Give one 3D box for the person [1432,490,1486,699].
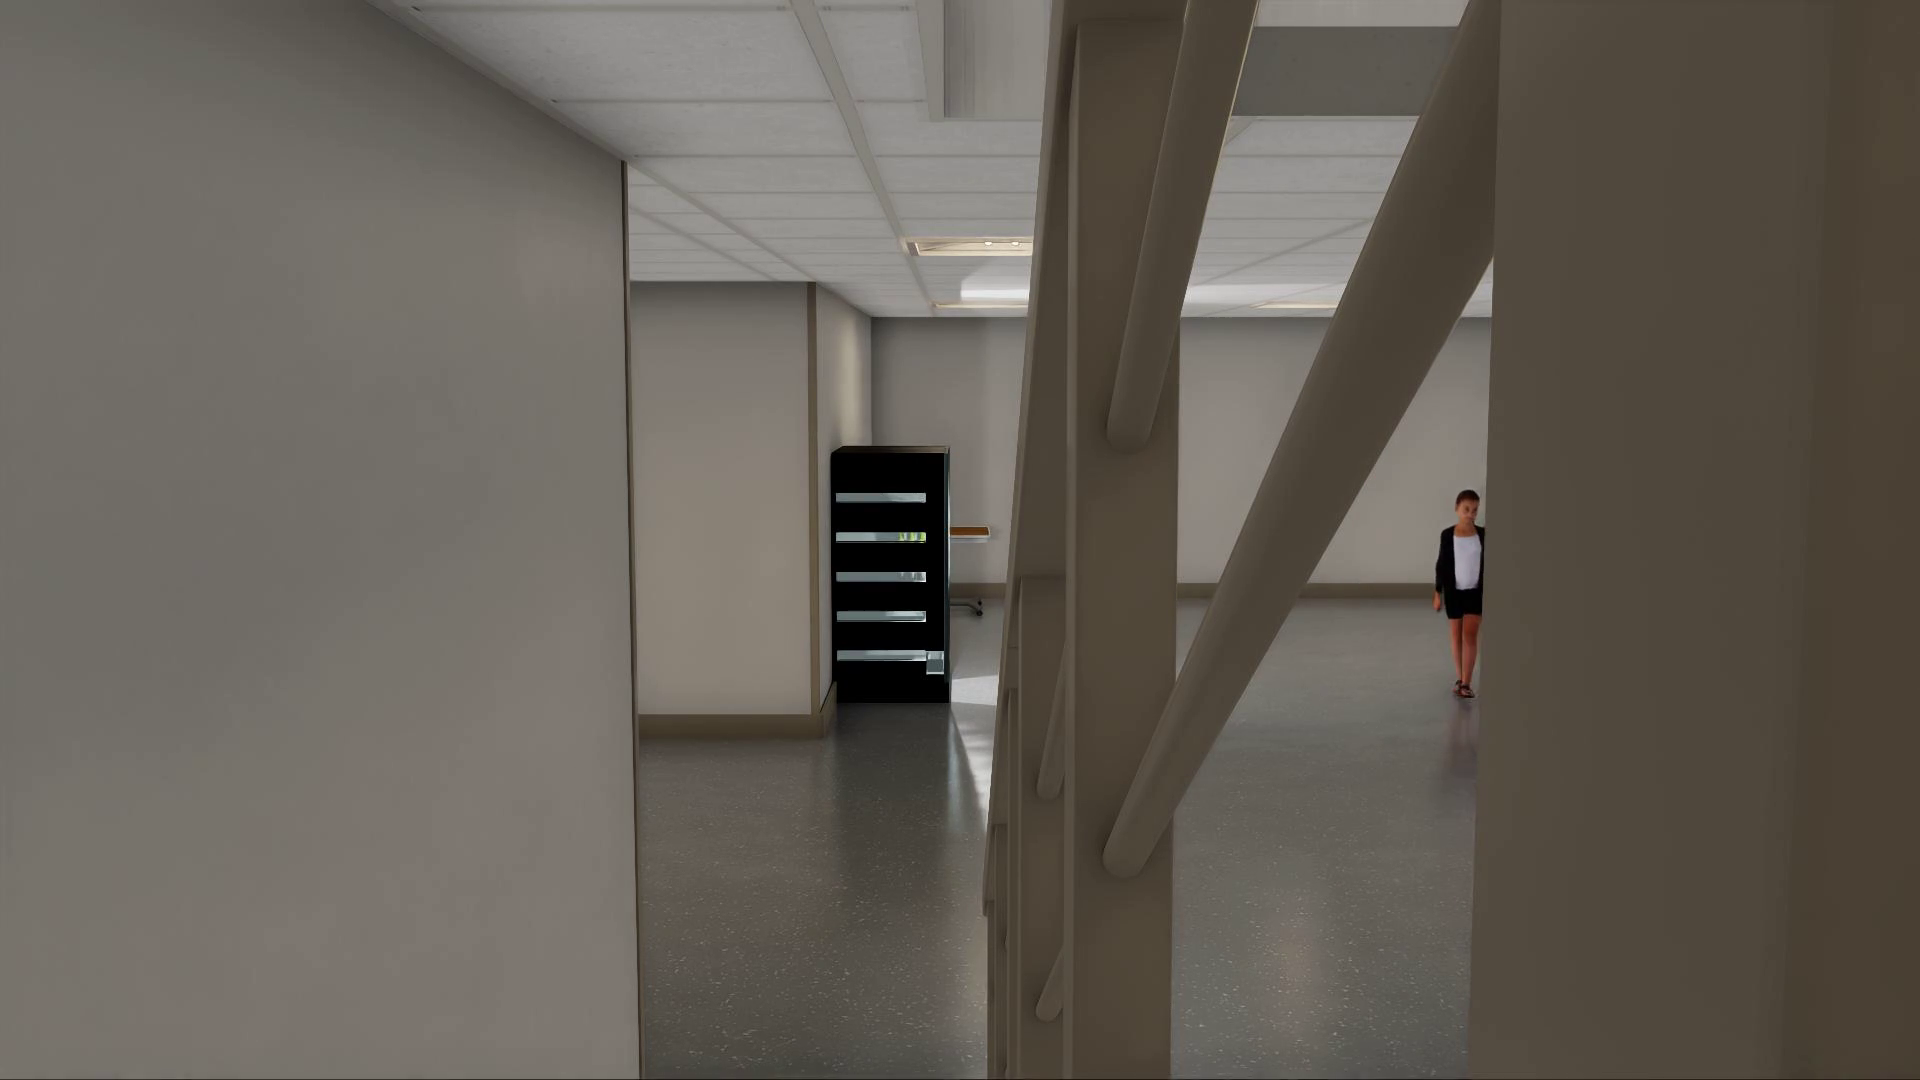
[{"bbox_3d":[3.772,0.393,12.443,0.728,1.532,0.898,2,6,17],"label":"person"}]
